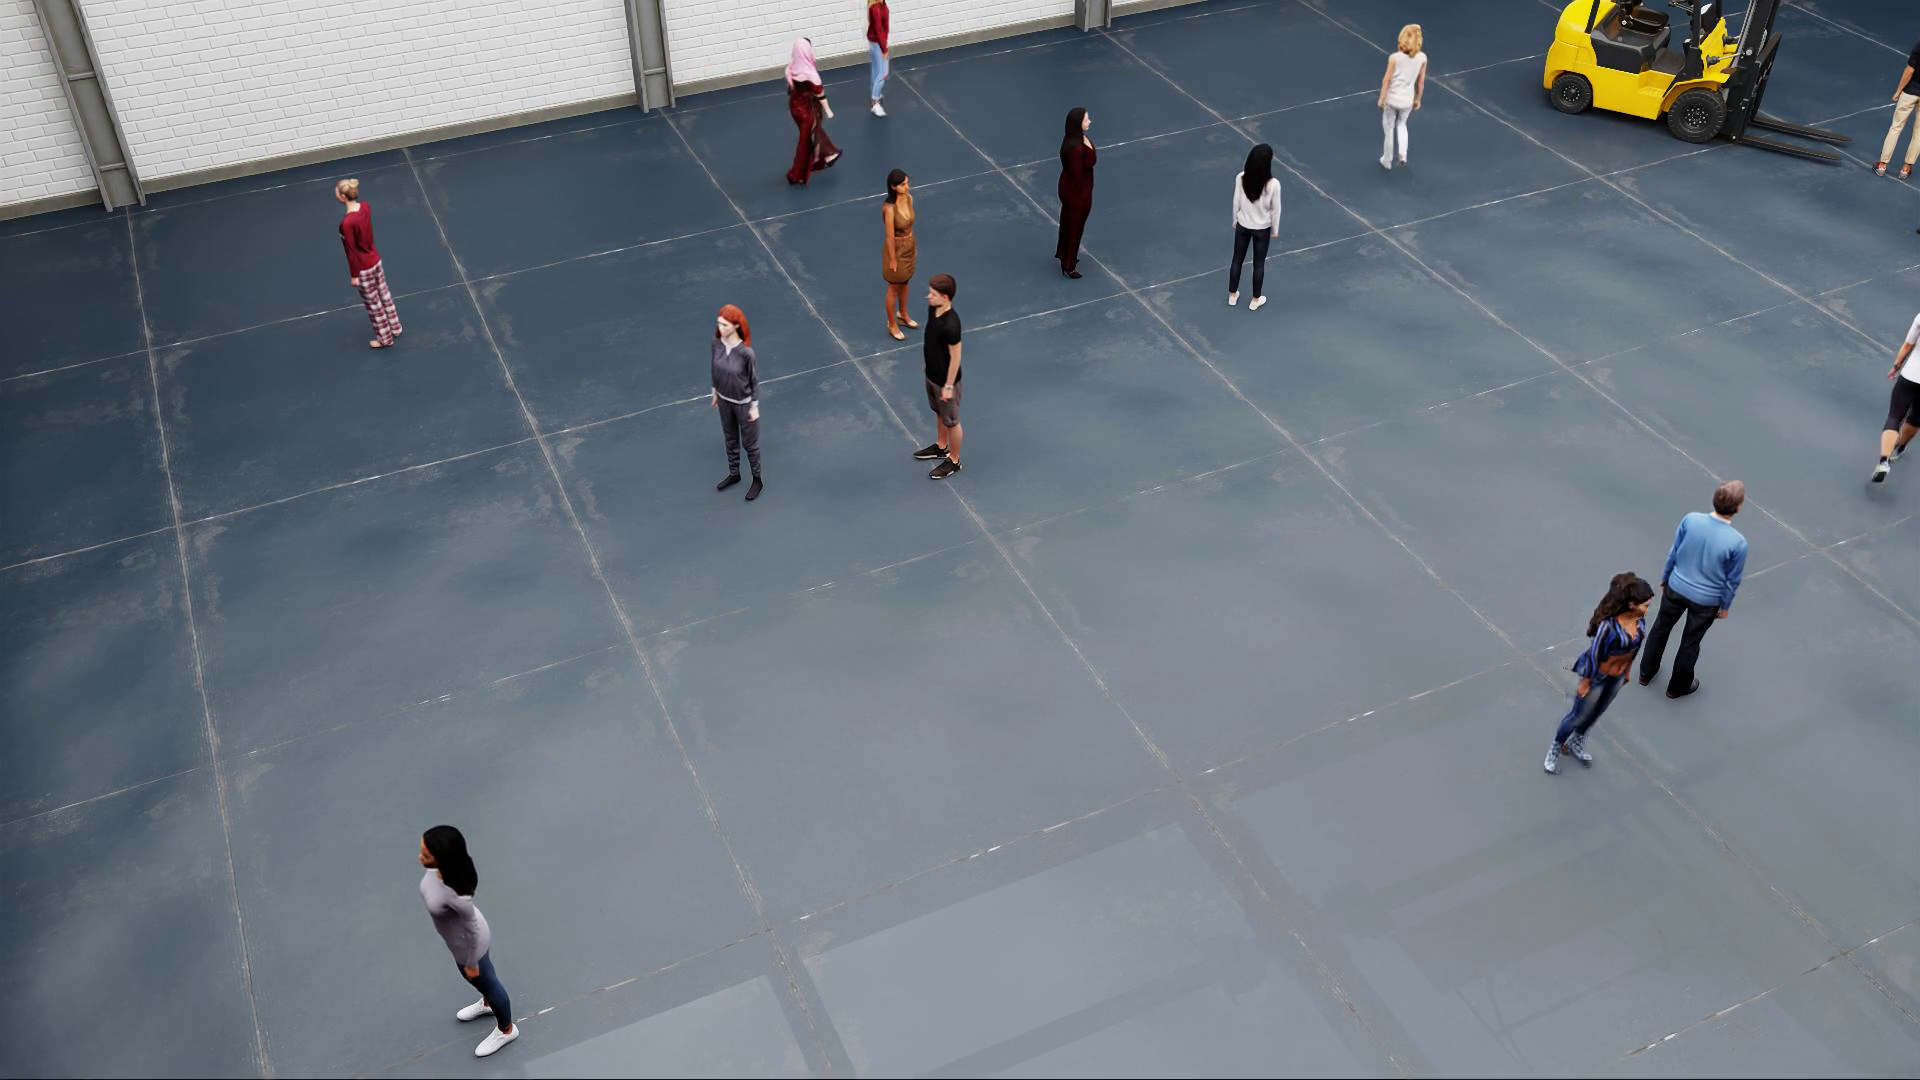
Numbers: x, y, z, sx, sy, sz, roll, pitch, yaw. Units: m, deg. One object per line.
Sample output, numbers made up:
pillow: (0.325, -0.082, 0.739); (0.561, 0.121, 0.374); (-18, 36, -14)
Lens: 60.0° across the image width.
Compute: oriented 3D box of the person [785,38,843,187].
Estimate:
person: (-1.718, -4.601, 18.032); (1.115, 1.592, 0.798); (-27, 46, -29)

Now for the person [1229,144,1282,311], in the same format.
person: (2.814, -3.012, 15.956); (0.709, 1.701, 0.752); (17, 42, 20)

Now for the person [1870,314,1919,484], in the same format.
person: (7.924, -1.291, 13.705); (1.101, 1.819, 1.239); (18, 42, 21)

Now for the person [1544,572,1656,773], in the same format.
person: (4.268, 0.907, 11.121); (0.494, 1.611, 0.753); (-11, 40, -14)

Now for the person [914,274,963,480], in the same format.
person: (-0.130, -1.384, 13.787); (0.579, 1.861, 0.681); (-14, 41, -17)

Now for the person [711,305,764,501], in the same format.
person: (-1.813, -1.135, 13.543); (0.662, 1.779, 0.680); (21, 43, 24)

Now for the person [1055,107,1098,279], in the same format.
person: (1.129, -3.454, 16.464); (0.742, 1.758, 0.754); (-1, 39, -1)

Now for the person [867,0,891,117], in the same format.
person: (-0.979, -5.888, 19.623); (0.619, 1.617, 0.833); (-17, 42, -20)

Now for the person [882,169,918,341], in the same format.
person: (-0.569, -2.689, 15.559); (0.696, 1.690, 0.609); (19, 42, 22)

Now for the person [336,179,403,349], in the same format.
person: (-5.505, -2.571, 15.406); (0.685, 1.697, 0.677); (6, 39, 7)

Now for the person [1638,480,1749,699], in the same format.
person: (5.160, 0.335, 11.670); (0.666, 1.817, 0.721); (-29, 47, -32)

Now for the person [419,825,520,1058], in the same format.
person: (-2.767, 2.226, 9.368); (0.548, 1.736, 0.620); (-20, 43, -23)

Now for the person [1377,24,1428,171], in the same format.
person: (4.841, -4.814, 18.245); (0.738, 1.659, 0.775); (-4, 39, -4)

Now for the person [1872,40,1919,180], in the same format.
person: (10.467, -4.847, 18.126); (0.700, 1.859, 0.747); (15, 41, 18)
